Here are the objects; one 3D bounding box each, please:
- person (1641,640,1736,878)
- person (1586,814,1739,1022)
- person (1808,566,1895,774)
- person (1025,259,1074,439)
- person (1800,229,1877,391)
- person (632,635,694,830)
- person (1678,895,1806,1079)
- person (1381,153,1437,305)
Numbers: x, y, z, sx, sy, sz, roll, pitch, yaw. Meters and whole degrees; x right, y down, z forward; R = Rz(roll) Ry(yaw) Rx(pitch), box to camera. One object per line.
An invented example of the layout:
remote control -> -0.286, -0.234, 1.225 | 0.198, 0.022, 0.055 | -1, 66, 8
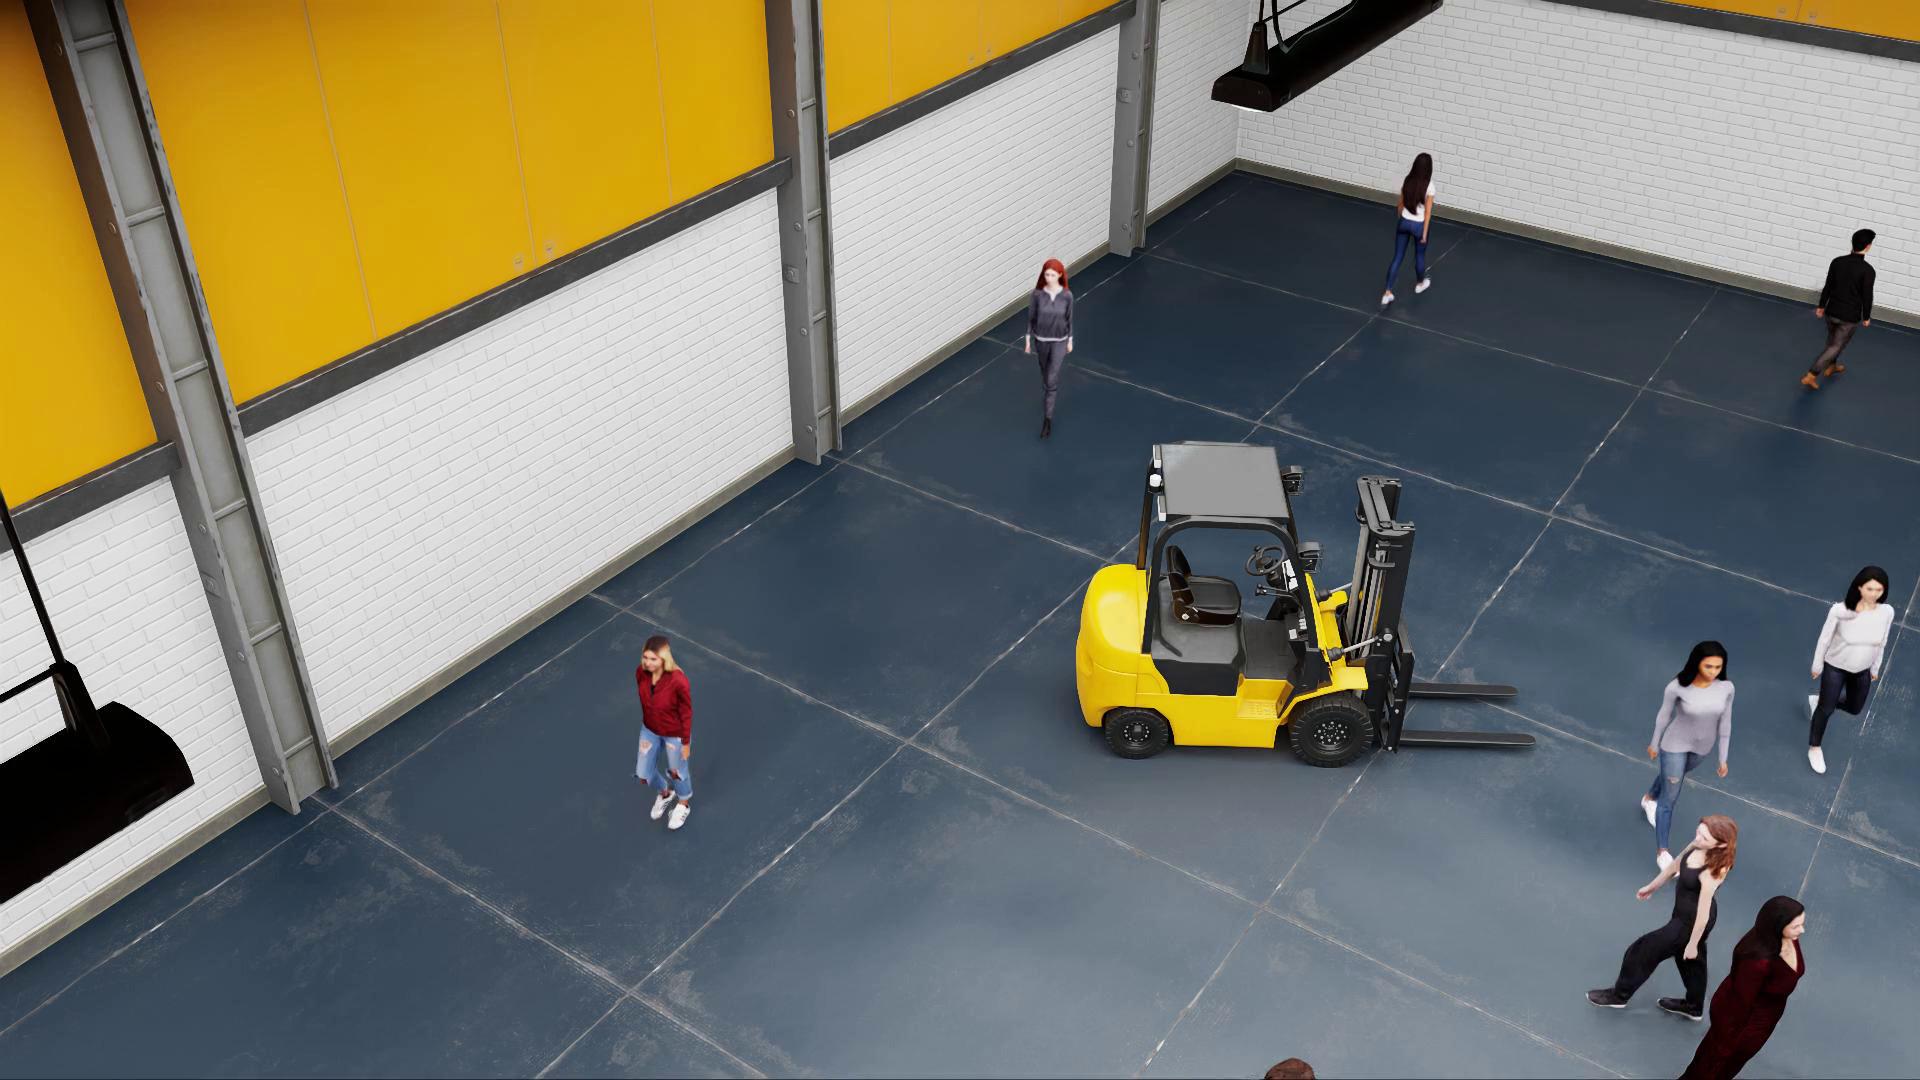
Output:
person -> 4.977, 1.374, 11.459 | 1.034, 1.694, 1.162 | -1, 34, -2
person -> 4.505, 2.311, 10.035 | 0.873, 1.709, 0.966 | 12, 35, 17
person -> 6.487, 0.881, 12.205 | 0.869, 1.689, 0.986 | 2, 34, 3
person -> 0.903, -1.979, 16.465 | 0.912, 1.736, 1.252 | 8, 34, 11
person -> 9.025, -2.334, 17.027 | 1.146, 1.706, 0.986 | -14, 36, -19
person -> -2.012, 1.308, 11.623 | 0.666, 1.622, 0.675 | 13, 36, 18
person -> 4.459, 2.663, 9.463 | 0.741, 1.756, 0.574 | 25, 41, 33
person -> 5.031, -3.462, 18.695 | 0.689, 1.736, 1.087 | 27, 42, 34
